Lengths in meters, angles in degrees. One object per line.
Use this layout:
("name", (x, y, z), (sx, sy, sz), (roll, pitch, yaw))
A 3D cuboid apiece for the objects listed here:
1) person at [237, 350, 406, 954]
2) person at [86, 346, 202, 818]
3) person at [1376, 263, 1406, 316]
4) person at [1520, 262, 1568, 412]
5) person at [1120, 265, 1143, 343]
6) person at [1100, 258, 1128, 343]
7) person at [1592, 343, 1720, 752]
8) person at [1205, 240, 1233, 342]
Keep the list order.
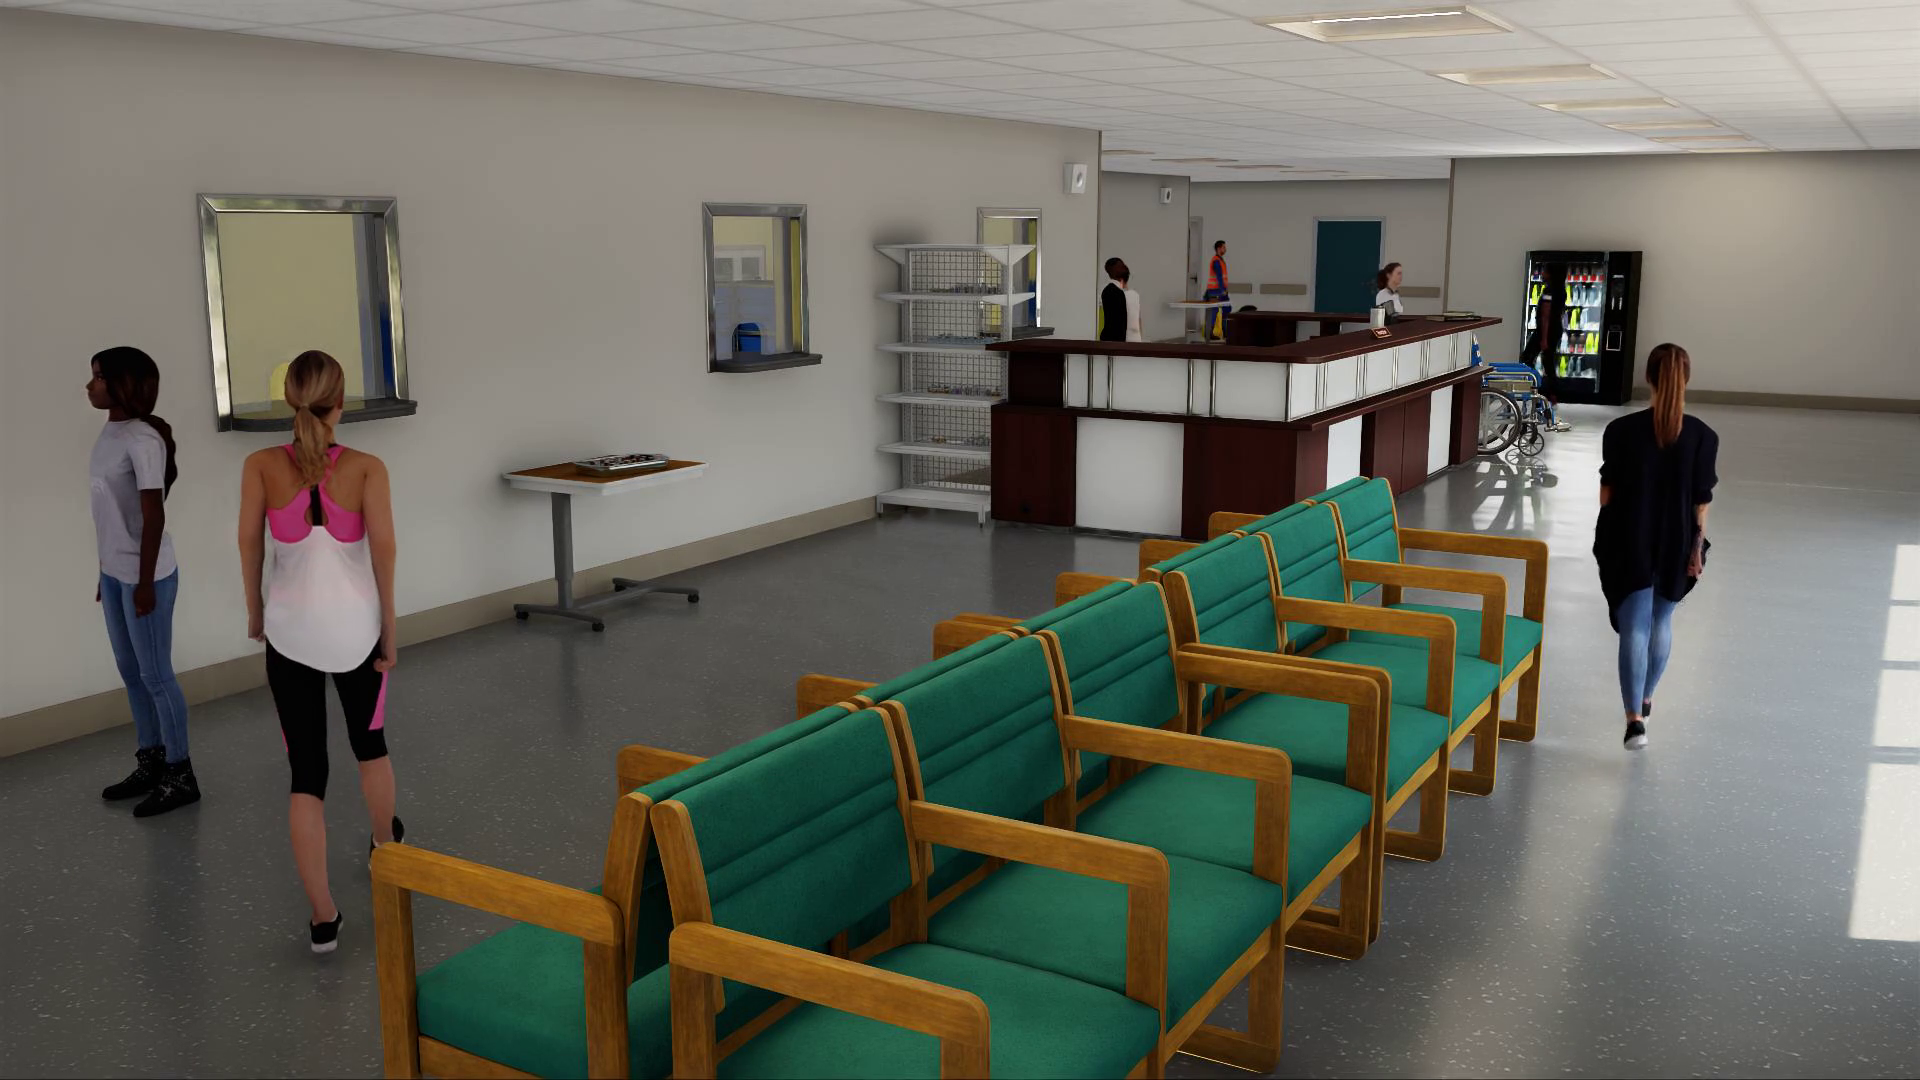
("person", (-1.915, 0.357, 4.948), (1.063, 1.748, 1.108), (-3, 11, -14))
("person", (-3.043, 0.143, 6.155), (0.540, 1.719, 0.691), (10, 15, 42))
("person", (4.479, -2.056, 17.694), (1.023, 1.737, 0.696), (9, 14, 40))
("person", (6.876, -2.337, 19.234), (0.695, 1.716, 0.673), (9, 14, 38))
("person", (1.916, -2.208, 18.513), (0.668, 1.699, 0.712), (10, 15, 42))
("person", (1.618, -2.094, 17.701), (0.621, 1.809, 0.686), (3, 11, 16))
("person", (2.801, 0.066, 6.751), (1.098, 1.647, 0.818), (4, 11, 19))
("person", (4.717, -4.628, 30.949), (0.900, 1.849, 0.794), (4, 11, 18))
